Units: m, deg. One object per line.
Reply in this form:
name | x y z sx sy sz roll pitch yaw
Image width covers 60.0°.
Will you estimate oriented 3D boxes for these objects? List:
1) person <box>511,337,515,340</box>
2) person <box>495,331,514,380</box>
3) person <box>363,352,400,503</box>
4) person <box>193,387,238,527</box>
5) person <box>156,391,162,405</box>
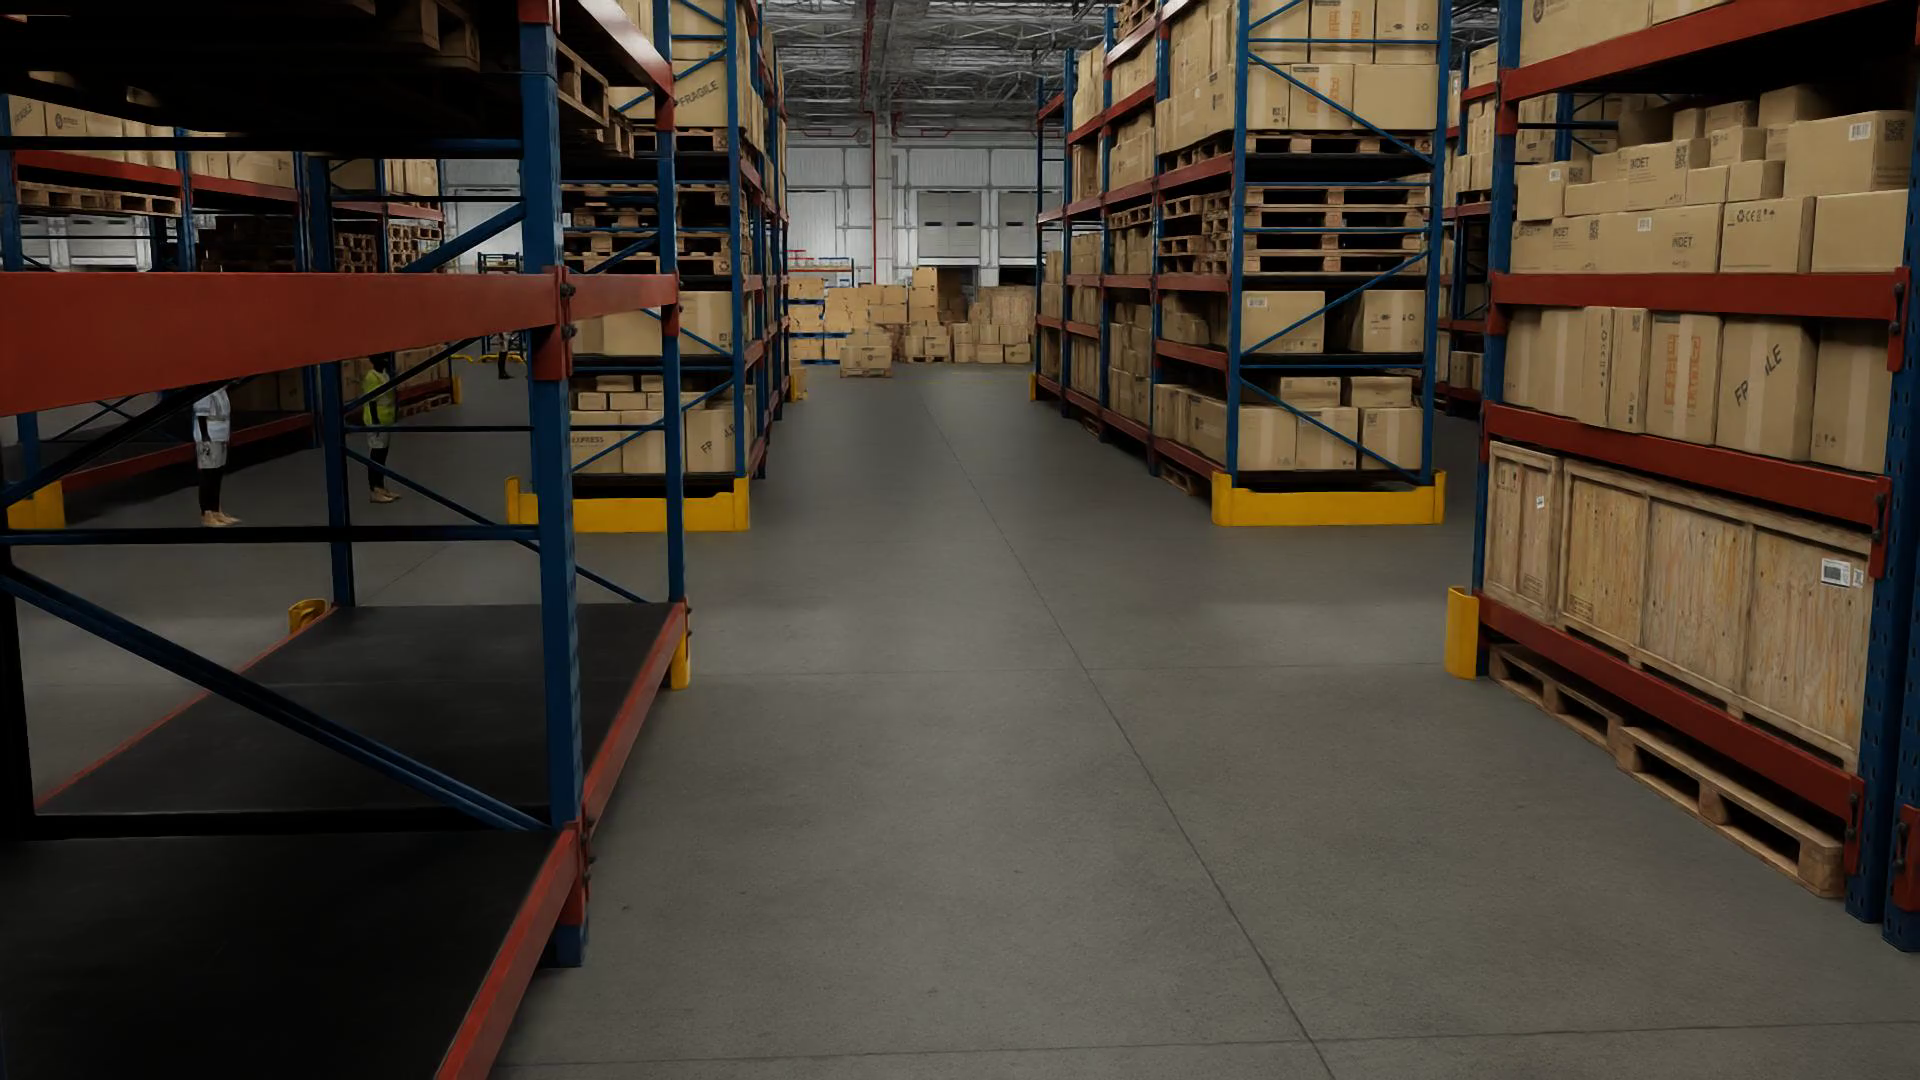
person | -16.806 -8.414 62.131 0.309 1.868 0.535 -1 9 -4
person | -10.478 -4.653 38.210 0.366 1.962 0.614 -1 9 -4
person | -6.136 -1.241 17.620 0.317 1.697 0.540 -1 9 -4
person | -7.101 -0.955 15.825 0.317 1.697 0.540 -1 9 -4
person | -13.900 -3.169 29.046 0.370 1.915 0.597 -1 9 -4
